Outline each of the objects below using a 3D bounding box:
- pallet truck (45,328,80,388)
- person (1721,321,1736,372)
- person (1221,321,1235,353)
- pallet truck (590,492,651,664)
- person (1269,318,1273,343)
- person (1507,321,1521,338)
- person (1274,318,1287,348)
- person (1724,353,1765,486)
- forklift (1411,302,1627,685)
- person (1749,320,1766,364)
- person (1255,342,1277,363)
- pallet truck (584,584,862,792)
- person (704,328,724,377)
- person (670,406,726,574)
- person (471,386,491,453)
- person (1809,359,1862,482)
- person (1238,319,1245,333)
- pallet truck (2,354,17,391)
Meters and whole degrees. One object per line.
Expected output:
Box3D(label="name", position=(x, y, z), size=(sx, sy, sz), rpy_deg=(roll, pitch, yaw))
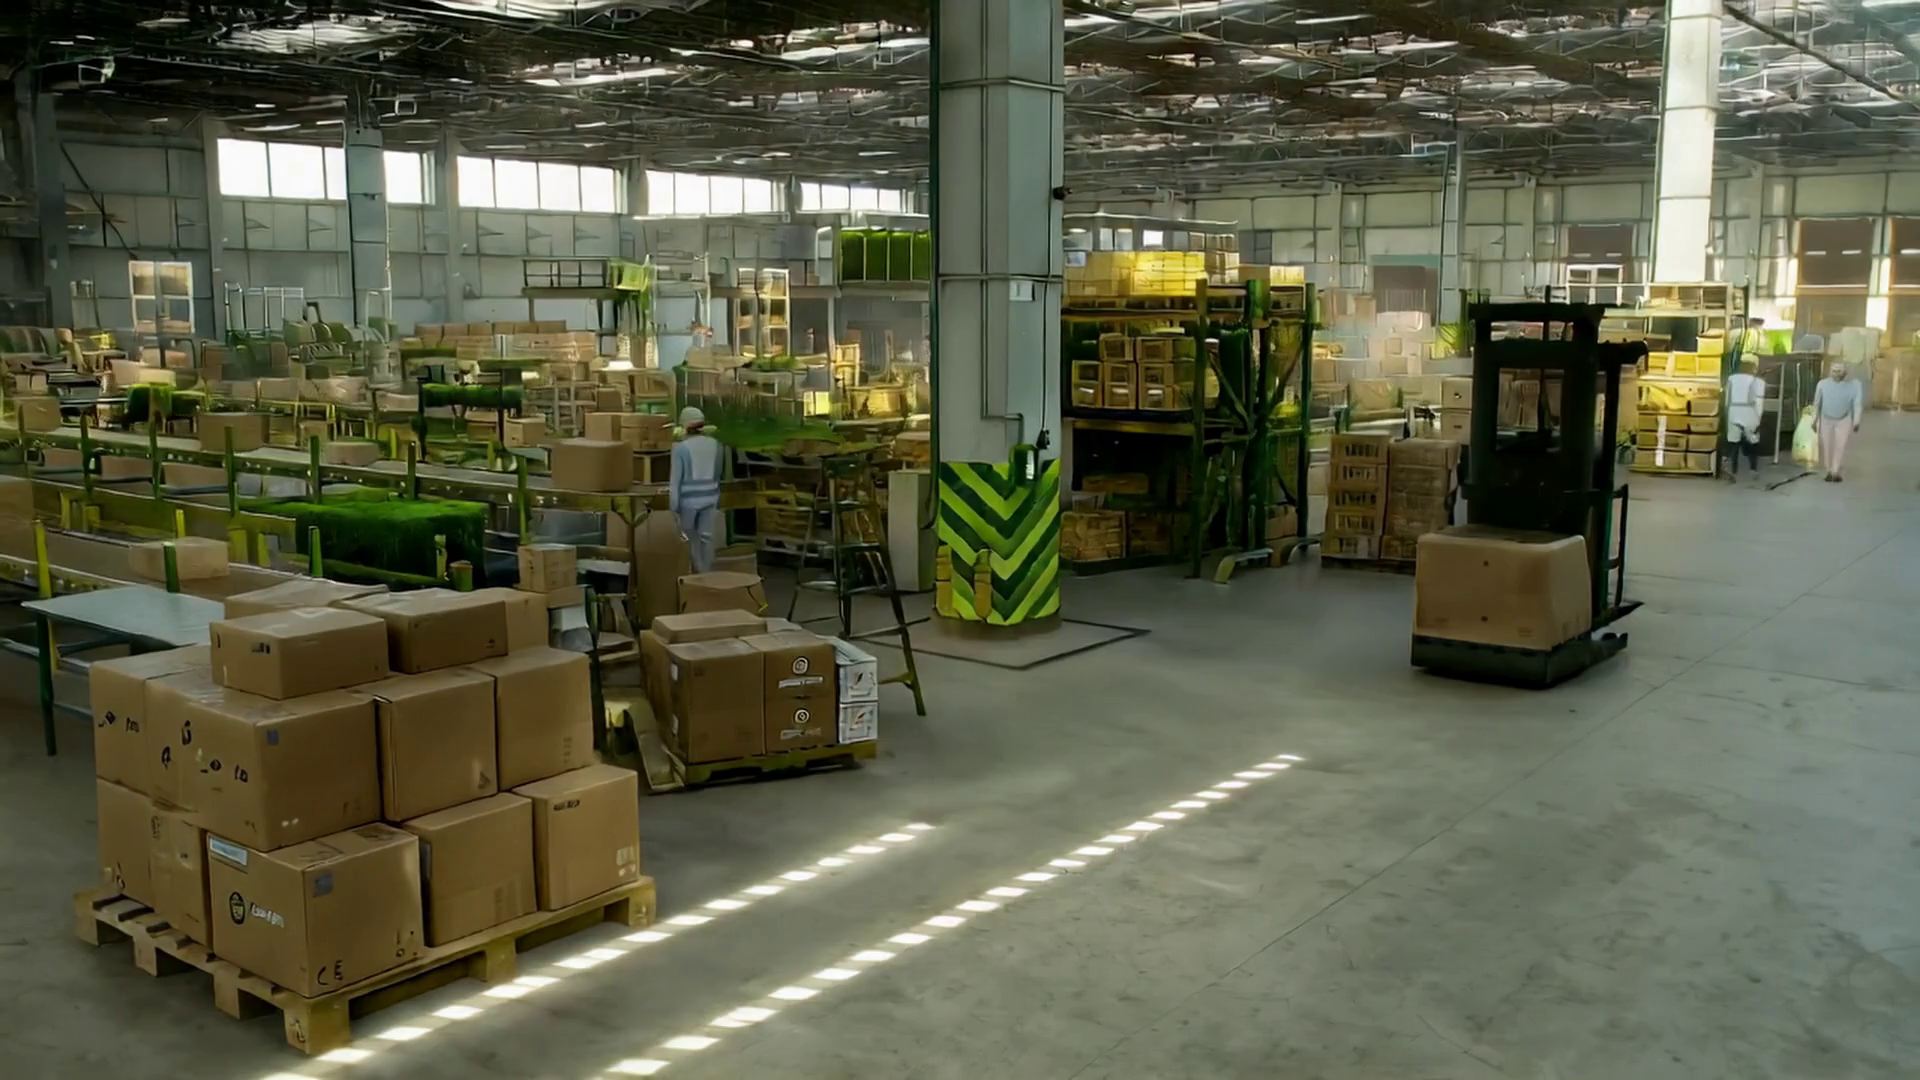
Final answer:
Box3D(label="pallet truck", position=(-23.775, -4.544, 43.495), size=(1.885, 1.965, 0.823), rpy_deg=(6, 10, 35))
Box3D(label="person", position=(25.123, -6.221, 54.651), size=(0.684, 2.000, 0.805), rpy_deg=(-4, 9, -26))
Box3D(label="person", position=(10.215, -7.466, 63.688), size=(0.558, 1.854, 0.839), rpy_deg=(6, 10, 34))
Box3D(label="pallet truck", position=(-3.115, 0.344, 12.883), size=(0.653, 1.274, 1.630), rpy_deg=(7, 11, 37))
Box3D(label="person", position=(15.336, -10.141, 81.737), size=(0.513, 1.844, 0.336), rpy_deg=(-3, 9, -19))
Box3D(label="person", position=(26.280, -9.710, 79.069), size=(0.997, 1.792, 0.630), rpy_deg=(8, 11, 41))
Box3D(label="person", position=(12.777, -7.909, 66.343), size=(0.612, 1.963, 0.932), rpy_deg=(5, 10, 28))
Box3D(label="person", position=(11.891, -1.823, 25.147), size=(0.975, 2.003, 0.613), rpy_deg=(-8, 12, -43))
Box3D(label="forklift", position=(4.379, -0.438, 12.852), size=(1.129, 2.768, 1.873), rpy_deg=(7, 11, 37))
Box3D(label="person", position=(32.636, -8.114, 68.178), size=(0.508, 1.830, 0.976), rpy_deg=(-4, 10, -28))
Box3D(label="person", position=(8.737, -5.007, 47.348), size=(0.597, 1.784, 0.773), rpy_deg=(4, 9, 23))
Box3D(label="pallet truck", position=(-1.426, 0.805, 10.019), size=(1.601, 1.201, 0.680), rpy_deg=(-4, 9, -26))
Box3D(label="person", position=(-8.494, -6.400, 56.939), size=(0.857, 1.704, 0.511), rpy_deg=(5, 10, 32))
Box3D(label="person", position=(-2.531, -0.376, 15.979), size=(0.609, 1.816, 0.472), rpy_deg=(-5, 10, -31))
Box3D(label="person", position=(-8.626, -2.370, 30.130), size=(0.505, 1.613, 0.593), rpy_deg=(5, 10, 30))
Box3D(label="person", position=(13.406, -1.822, 25.527), size=(0.683, 1.874, 0.833), rpy_deg=(6, 11, 37))
Box3D(label="person", position=(11.648, -8.220, 68.527), size=(0.389, 1.929, 0.539), rpy_deg=(3, 9, 20))
Box3D(label="pallet truck", position=(-24.881, -4.417, 42.634), size=(1.885, 1.965, 0.823), rpy_deg=(8, 11, 41))
